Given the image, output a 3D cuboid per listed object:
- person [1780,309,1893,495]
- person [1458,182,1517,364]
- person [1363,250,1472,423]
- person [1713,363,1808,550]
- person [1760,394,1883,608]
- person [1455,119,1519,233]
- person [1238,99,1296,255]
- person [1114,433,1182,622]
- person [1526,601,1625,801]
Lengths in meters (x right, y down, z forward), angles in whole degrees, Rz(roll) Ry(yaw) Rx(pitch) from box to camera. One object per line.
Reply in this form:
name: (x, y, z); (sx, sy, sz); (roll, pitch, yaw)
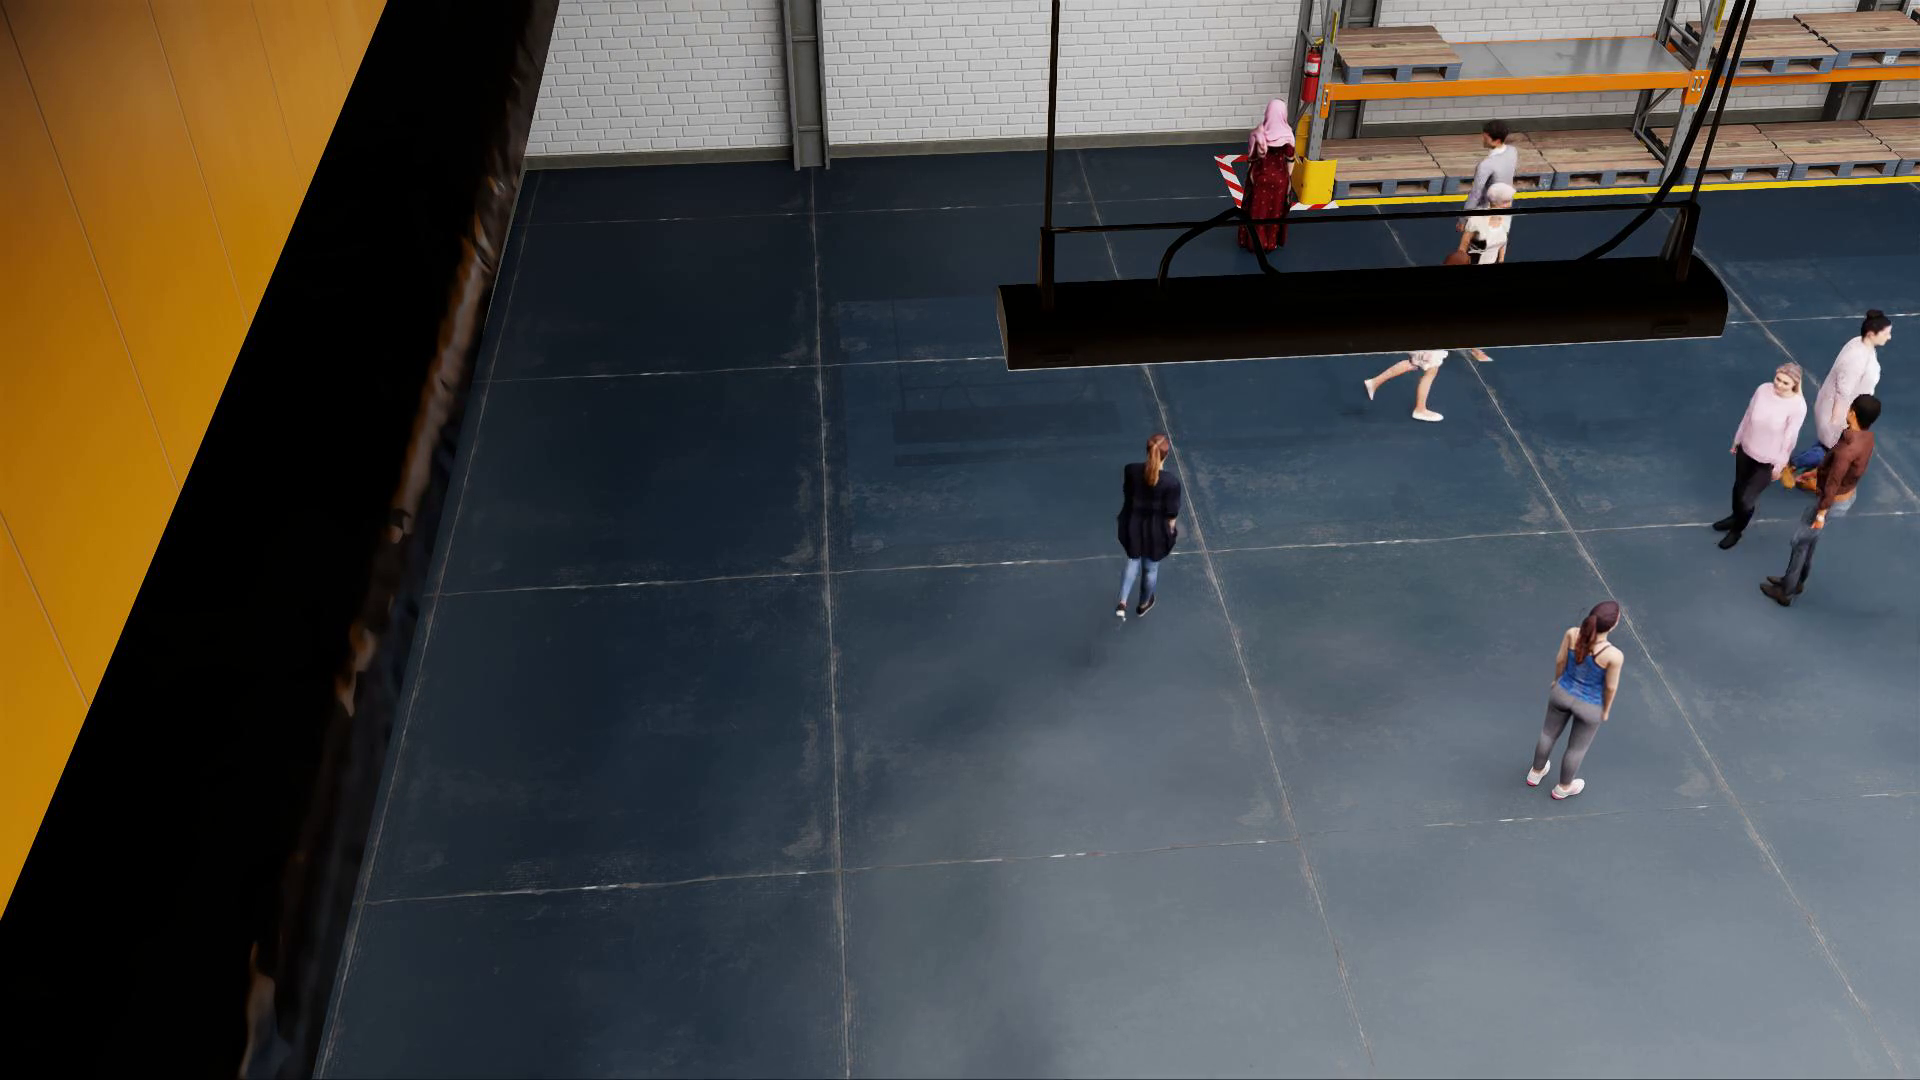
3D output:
person: (6.967, -1.100, 13.313); (0.969, 1.729, 0.901); (21, 43, 24)
person: (4.593, -2.492, 15.076); (1.145, 1.703, 1.018); (-16, 41, -19)
person: (3.899, -1.739, 14.144); (1.025, 1.690, 0.801); (2, 39, 3)
person: (6.246, -0.668, 12.825); (0.792, 1.663, 0.744); (-16, 41, -19)
person: (6.479, -0.270, 12.252); (0.887, 1.756, 0.822); (24, 45, 27)
person: (5.000, -3.009, 15.573); (0.914, 1.891, 0.994); (-29, 47, -31)
person: (3.072, -3.612, 16.532); (0.661, 1.637, 0.799); (9, 40, 11)
person: (1.315, -0.033, 12.020); (0.897, 1.675, 0.933); (20, 43, 23)
person: (3.998, 1.022, 10.751); (0.705, 1.609, 0.661); (-30, 48, -32)
